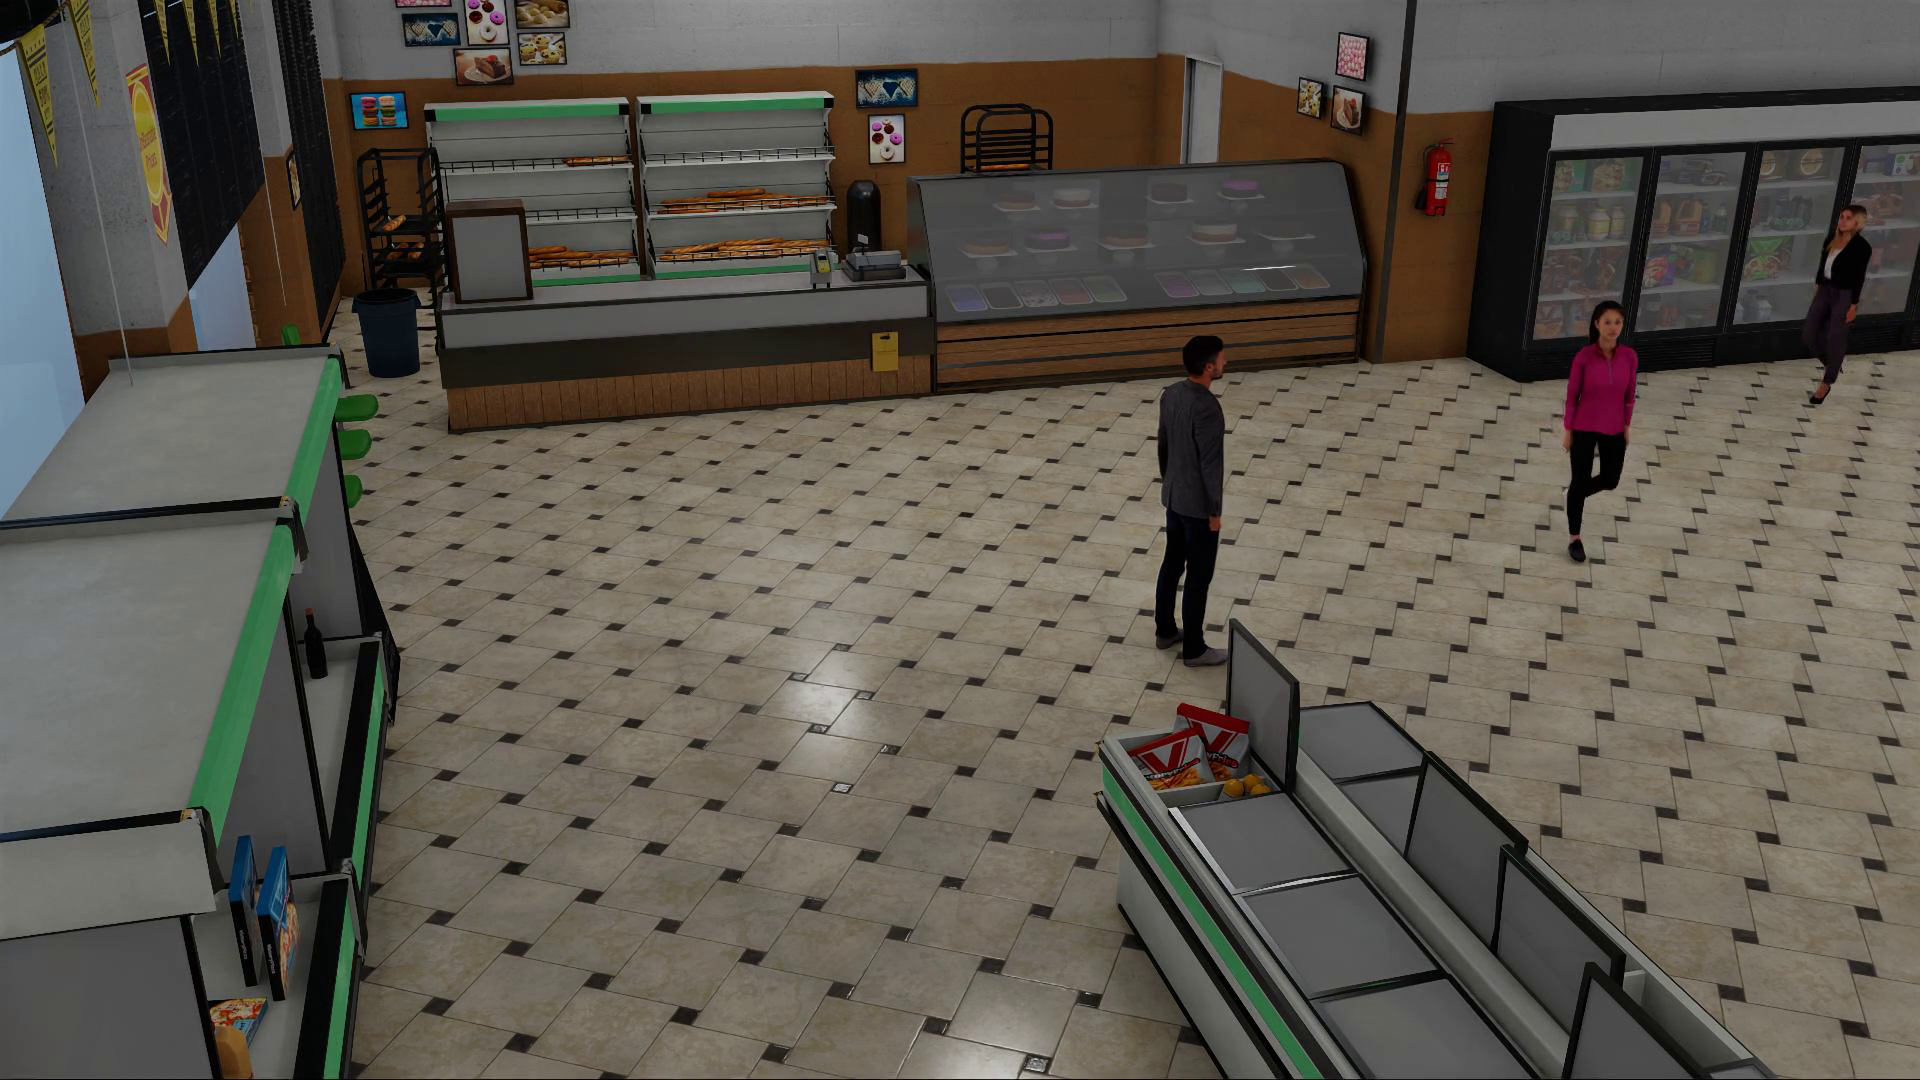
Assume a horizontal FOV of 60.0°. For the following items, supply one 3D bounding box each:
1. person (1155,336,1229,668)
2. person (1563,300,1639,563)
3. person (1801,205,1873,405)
[{"bbox_3d":[1.293,-0.224,9.211,0.789,1.873,0.592,-10,24,-24],"label":"person"},{"bbox_3d":[4.067,-0.723,10.702,0.701,1.688,0.896,0,22,-1],"label":"person"},{"bbox_3d":[7.329,-1.952,13.795,0.730,1.663,0.684,-10,24,-23],"label":"person"}]
